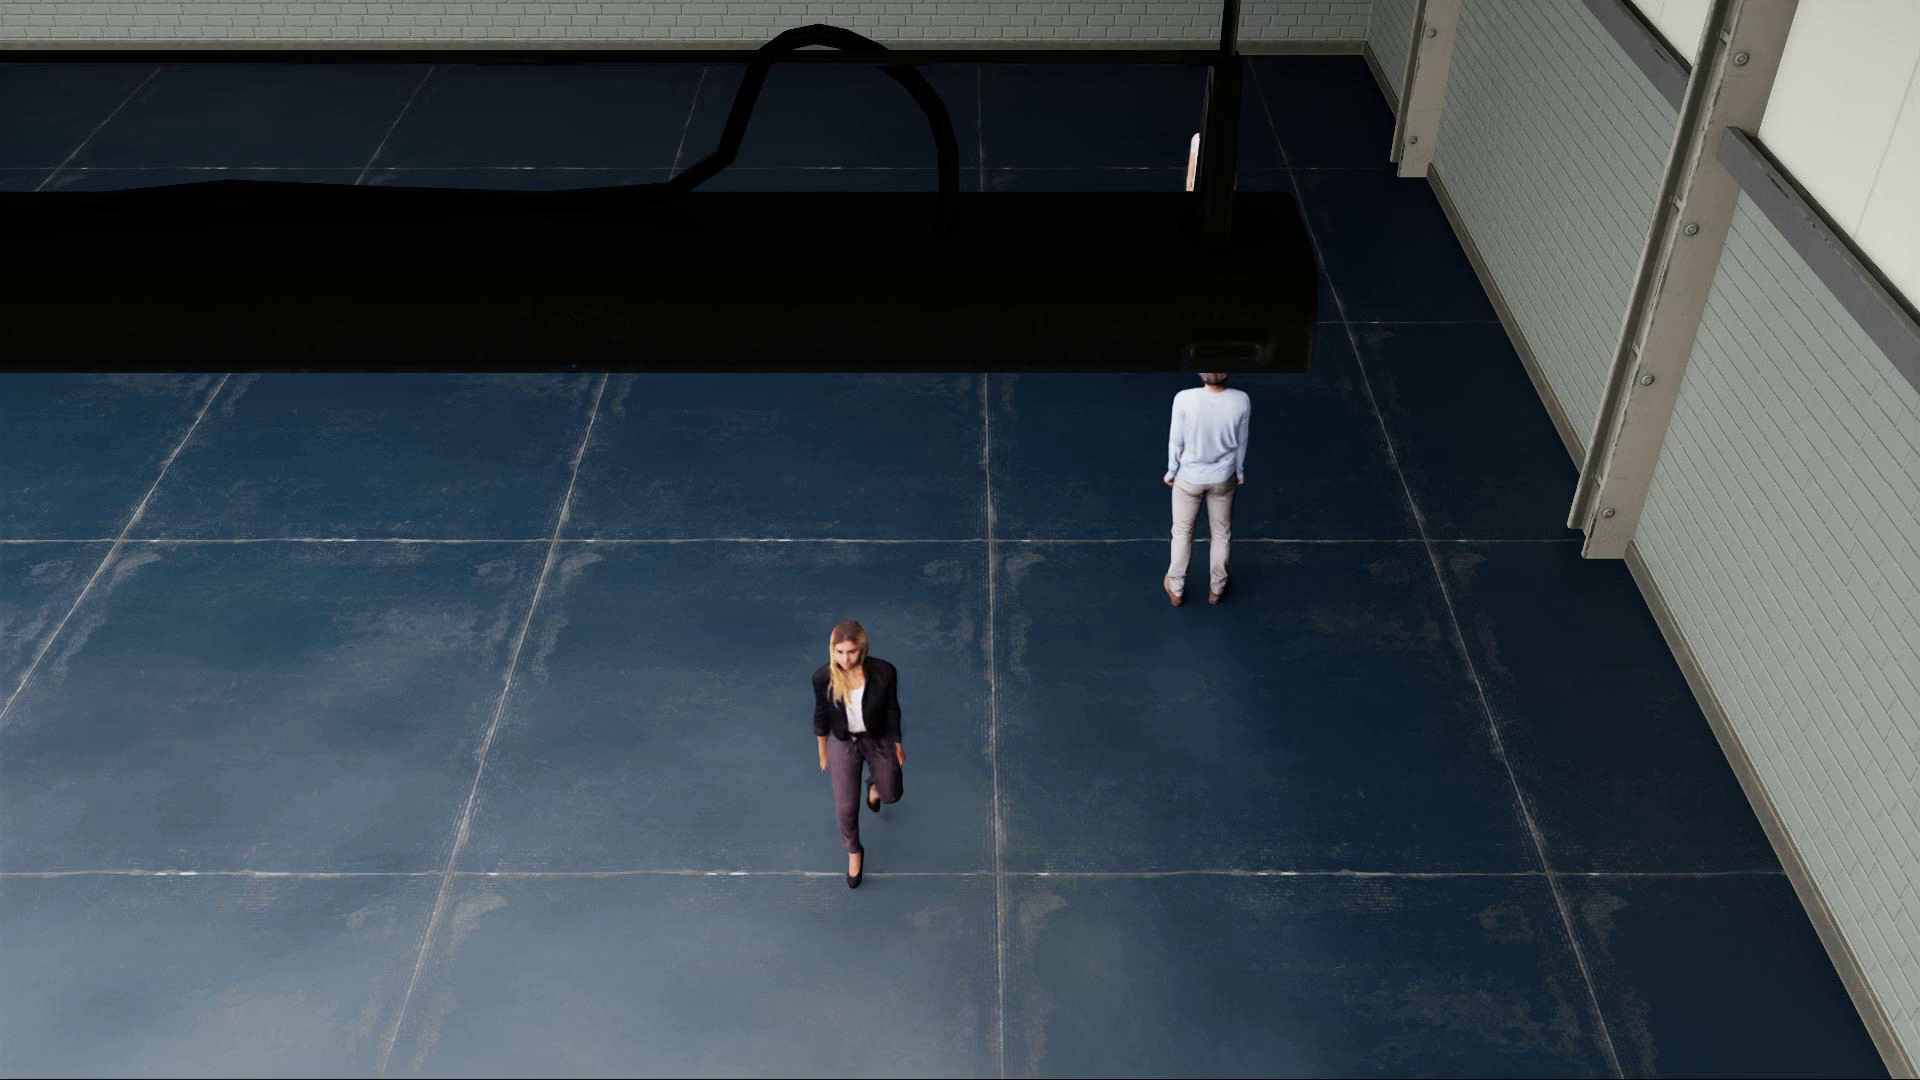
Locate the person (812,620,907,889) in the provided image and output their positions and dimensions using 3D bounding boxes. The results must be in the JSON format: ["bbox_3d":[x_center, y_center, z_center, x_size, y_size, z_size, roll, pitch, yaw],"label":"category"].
[{"bbox_3d":[-0.503,1.057,8.684,0.648,1.658,0.817,-2,37,-3],"label":"person"}]

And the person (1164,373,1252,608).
[{"bbox_3d":[1.540,-0.395,10.400,0.649,1.894,0.569,1,37,2],"label":"person"}]
